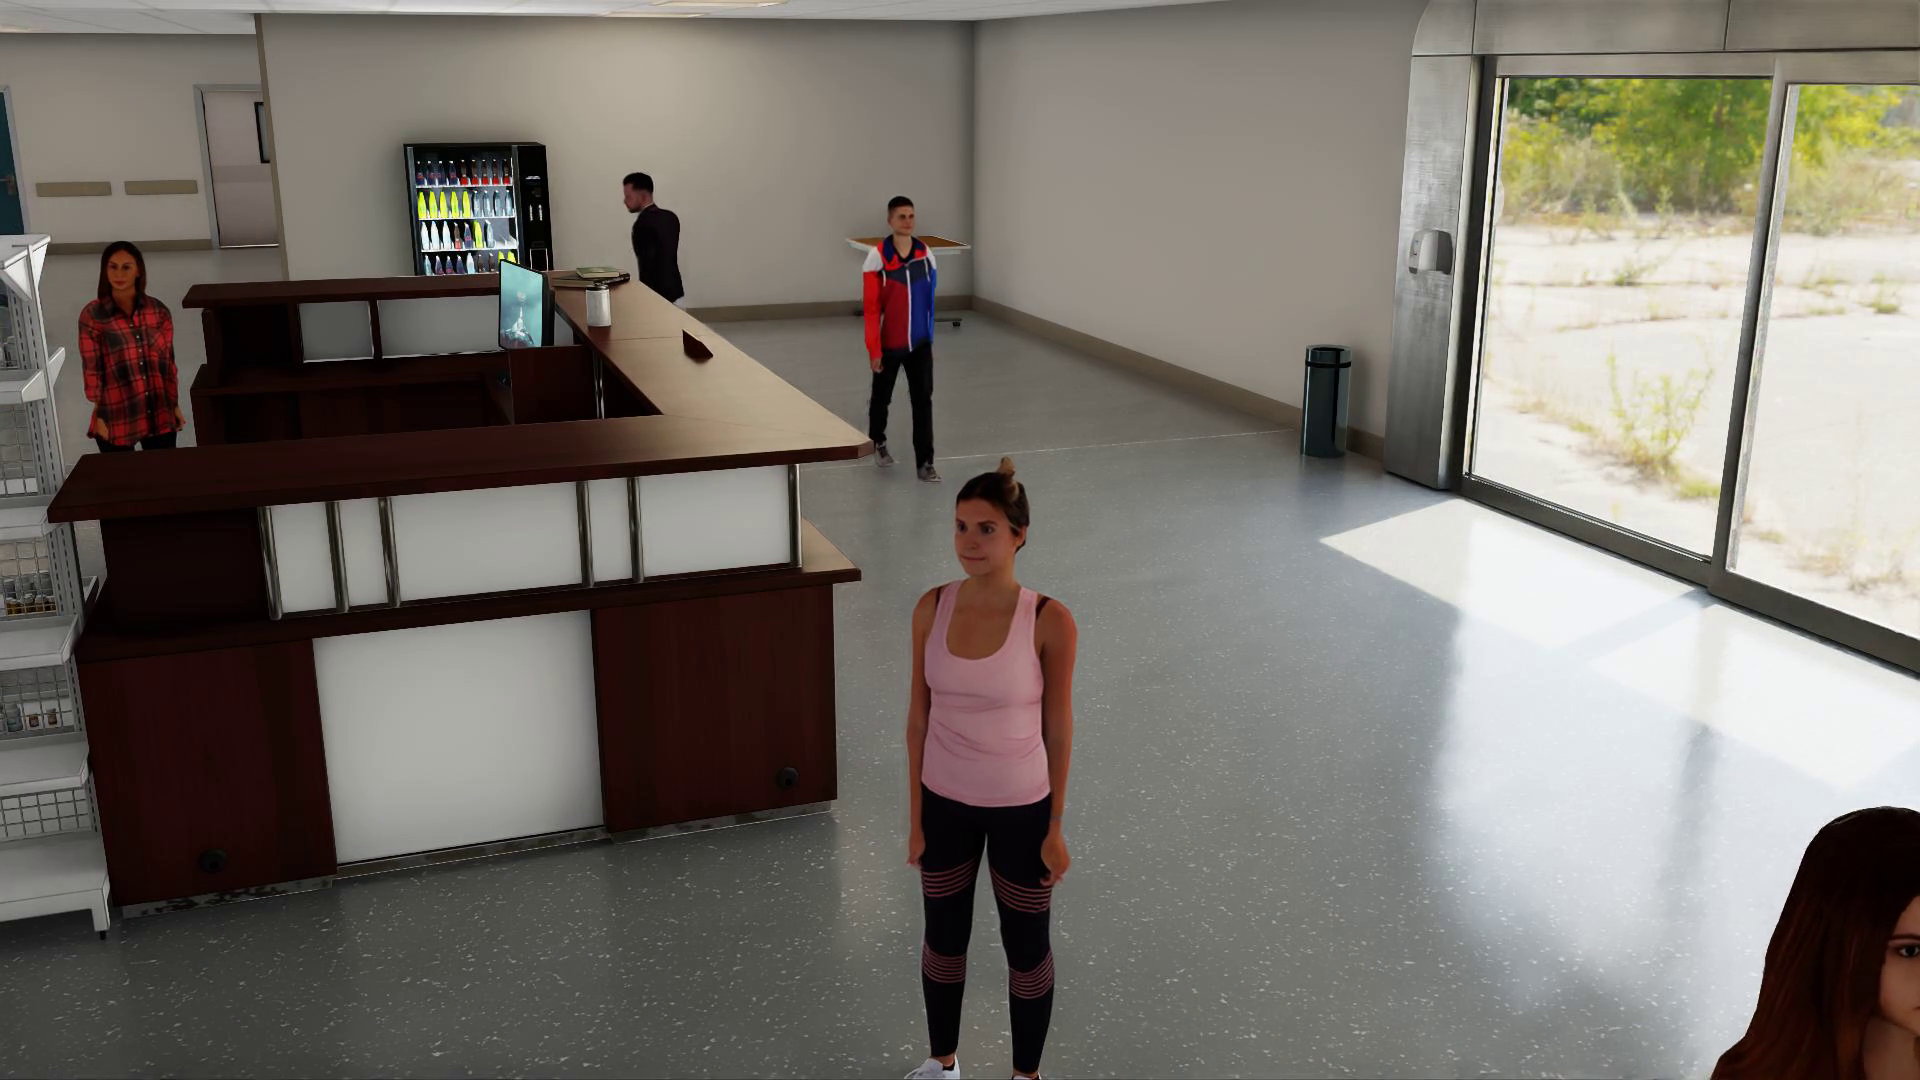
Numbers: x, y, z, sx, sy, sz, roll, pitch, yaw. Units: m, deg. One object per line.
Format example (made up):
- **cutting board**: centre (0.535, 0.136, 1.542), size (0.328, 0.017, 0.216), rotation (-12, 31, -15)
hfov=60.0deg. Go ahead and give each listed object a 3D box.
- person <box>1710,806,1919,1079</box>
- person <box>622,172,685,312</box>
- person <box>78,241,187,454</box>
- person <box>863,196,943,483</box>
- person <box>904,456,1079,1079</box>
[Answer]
- **person**: centre (1.019, 1.108, 2.067), size (0.819, 1.712, 0.777), rotation (-1, 16, -5)
- **person**: centre (-2.031, -1.655, 11.749), size (1.242, 1.775, 1.198), rotation (9, 18, 29)
- **person**: centre (-4.078, -0.624, 8.231), size (0.757, 1.699, 0.650), rotation (13, 20, 39)
- **person**: centre (-0.406, -1.226, 10.343), size (1.069, 1.713, 0.700), rotation (-6, 17, -20)
- **person**: centre (0.069, 0.622, 3.926), size (0.646, 1.638, 0.718), rotation (5, 17, 19)
